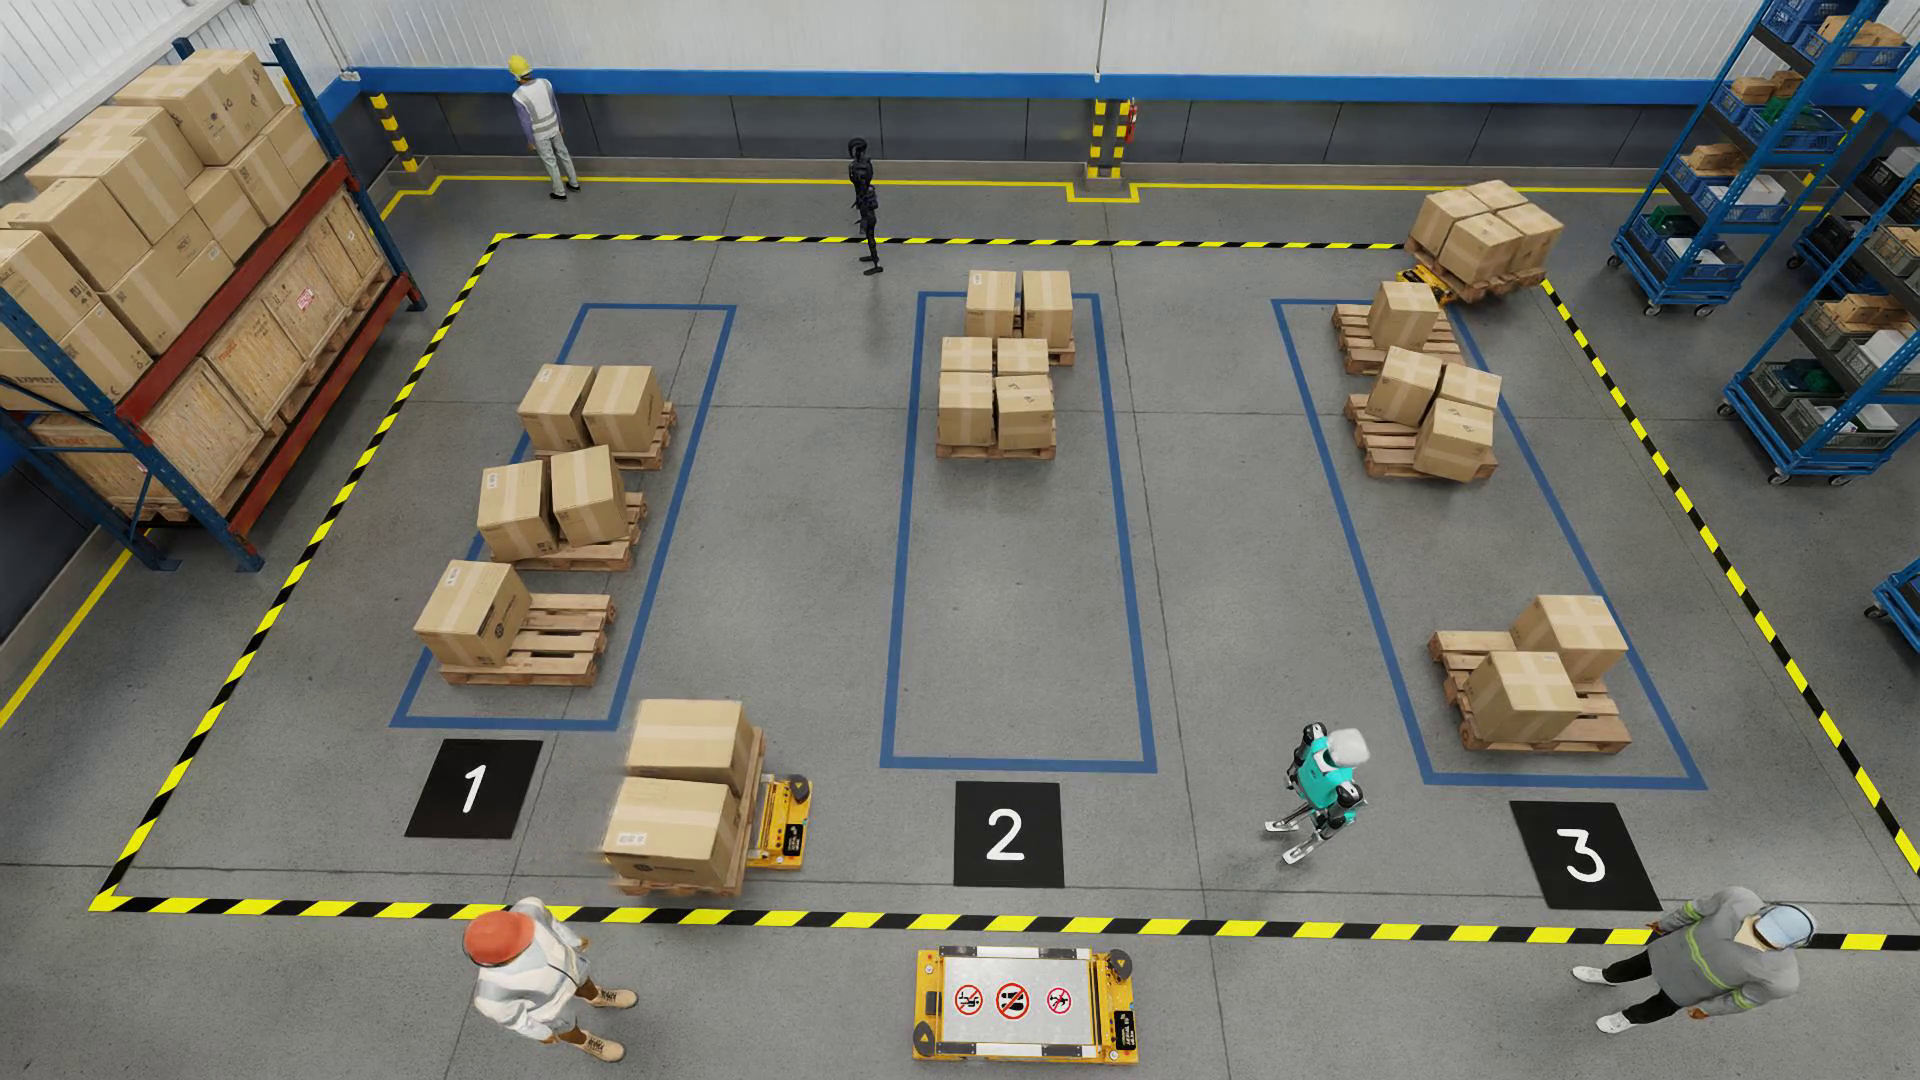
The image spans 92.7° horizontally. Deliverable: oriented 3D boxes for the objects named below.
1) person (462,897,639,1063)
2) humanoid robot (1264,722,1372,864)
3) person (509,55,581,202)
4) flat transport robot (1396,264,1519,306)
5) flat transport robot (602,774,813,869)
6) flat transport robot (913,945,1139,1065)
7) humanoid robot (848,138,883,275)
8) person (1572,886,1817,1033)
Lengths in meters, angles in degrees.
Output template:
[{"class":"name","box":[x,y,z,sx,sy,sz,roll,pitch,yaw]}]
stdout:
[{"class":"person","box":[-2.326,2.543,5.267,0.366,2.048,0.606,3,51,2]},{"class":"humanoid robot","box":[2.504,1.676,6.088,0.735,1.672,0.533,-12,52,-10]},{"class":"person","box":[-5.352,-5.268,11.769,0.404,1.836,0.586,24,55,18]},{"class":"flat transport robot","box":[6.102,-3.222,11.094,1.431,0.197,0.652,-16,53,-12]},{"class":"flat transport robot","box":[-1.852,2.065,6.784,1.431,0.197,0.652,1,51,1]},{"class":"flat transport robot","box":[0.422,3.041,6.007,1.431,0.231,0.659,1,51,1]},{"class":"humanoid robot","box":[-1.121,-3.910,10.753,0.315,1.659,0.599,-8,51,-7]},{"class":"person","box":[4.328,2.507,5.420,0.365,1.852,0.590,-2,51,-1]}]
